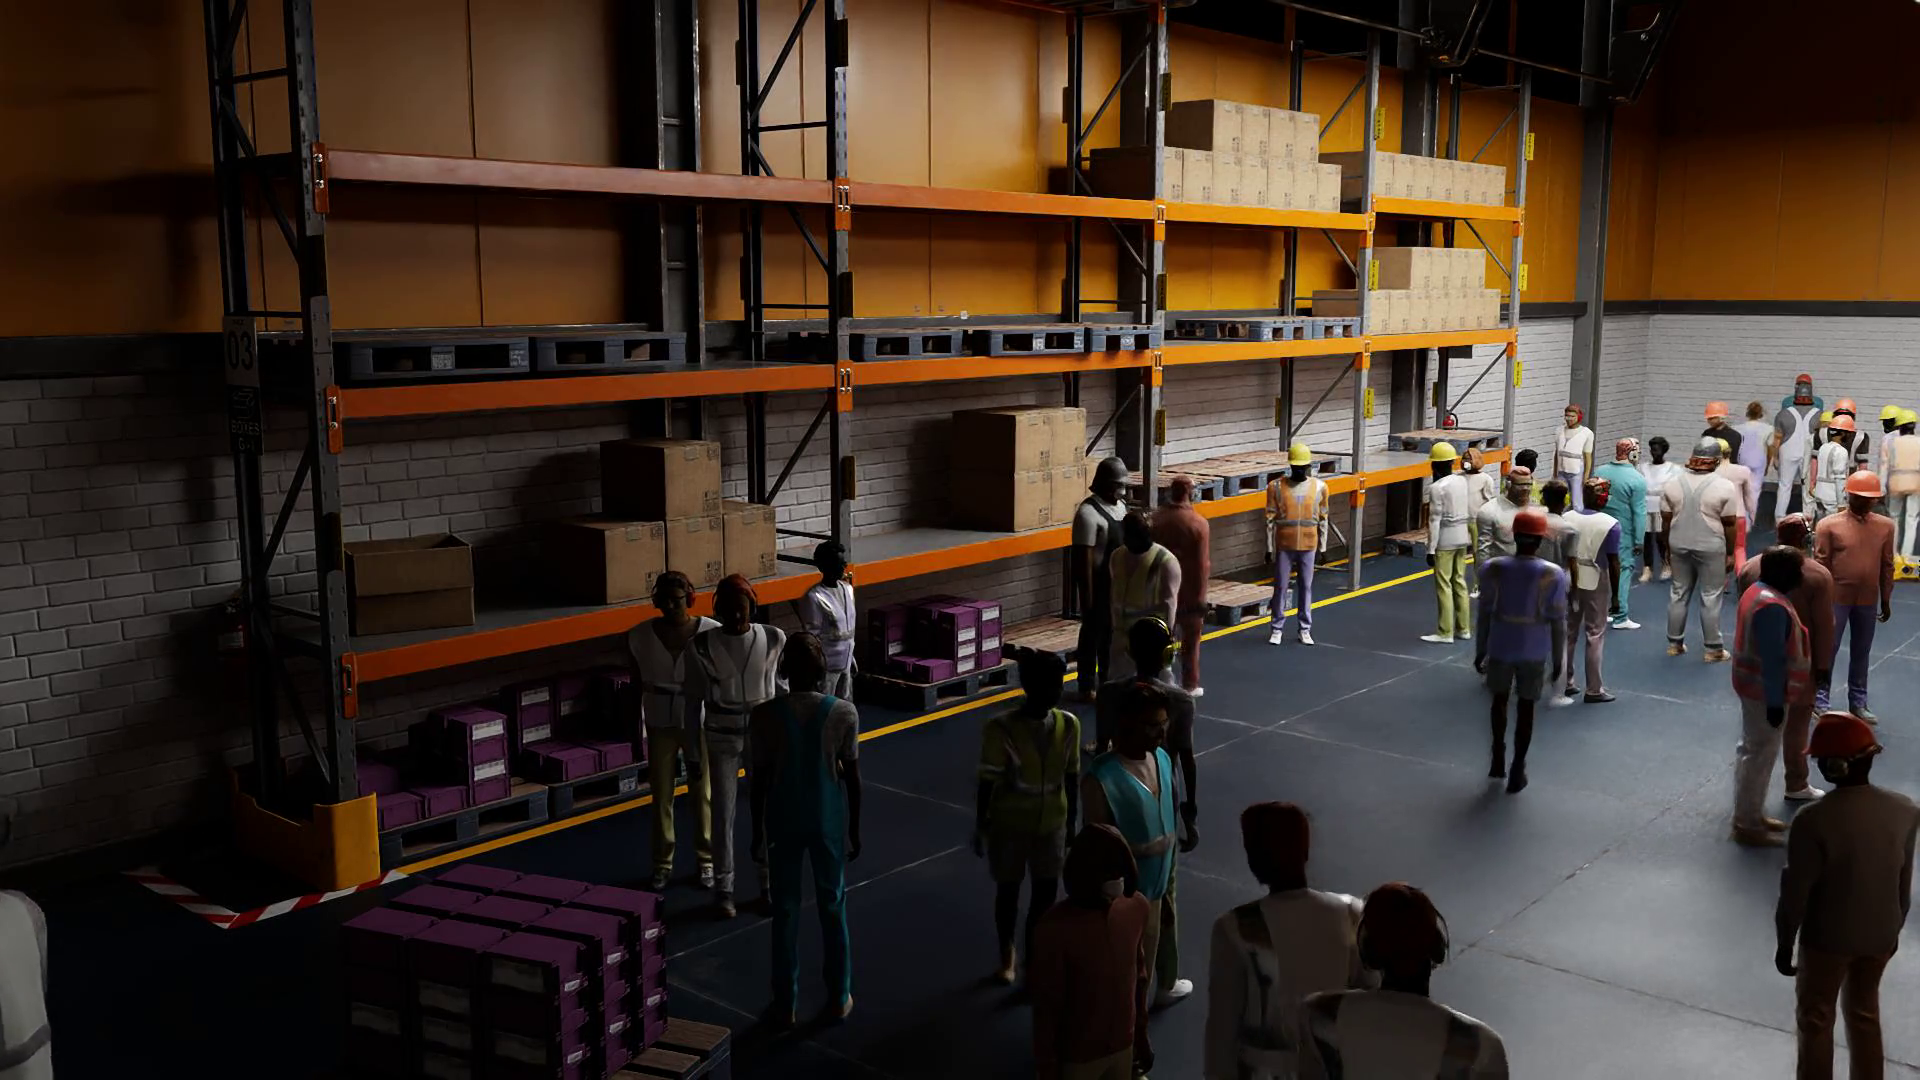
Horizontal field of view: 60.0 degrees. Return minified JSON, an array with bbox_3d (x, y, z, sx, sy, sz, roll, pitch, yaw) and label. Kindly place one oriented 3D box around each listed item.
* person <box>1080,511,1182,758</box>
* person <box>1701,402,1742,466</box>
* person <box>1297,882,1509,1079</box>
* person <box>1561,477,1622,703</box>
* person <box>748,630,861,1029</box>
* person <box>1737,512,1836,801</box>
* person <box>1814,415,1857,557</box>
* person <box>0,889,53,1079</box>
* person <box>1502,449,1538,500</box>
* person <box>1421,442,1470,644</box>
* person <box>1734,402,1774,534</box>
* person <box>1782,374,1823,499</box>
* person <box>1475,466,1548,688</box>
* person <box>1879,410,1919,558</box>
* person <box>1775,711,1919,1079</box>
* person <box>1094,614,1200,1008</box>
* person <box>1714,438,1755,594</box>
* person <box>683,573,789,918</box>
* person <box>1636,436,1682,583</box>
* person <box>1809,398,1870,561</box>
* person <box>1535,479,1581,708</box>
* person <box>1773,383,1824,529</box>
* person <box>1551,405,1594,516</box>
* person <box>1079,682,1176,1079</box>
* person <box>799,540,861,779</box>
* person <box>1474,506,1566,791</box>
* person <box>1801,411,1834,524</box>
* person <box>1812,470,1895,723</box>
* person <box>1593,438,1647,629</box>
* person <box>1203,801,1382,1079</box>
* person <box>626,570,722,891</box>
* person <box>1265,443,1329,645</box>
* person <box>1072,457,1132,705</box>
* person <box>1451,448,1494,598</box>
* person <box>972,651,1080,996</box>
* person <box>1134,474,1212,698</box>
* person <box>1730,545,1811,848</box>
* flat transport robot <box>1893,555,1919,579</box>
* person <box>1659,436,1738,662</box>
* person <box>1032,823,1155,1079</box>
[{"bbox_3d":[1.271,0.689,11.927,0.640,1.790,0.957,8,12,41],"label":"person"},{"bbox_3d":[9.319,-0.734,20.619,0.952,1.934,0.611,-5,10,-29],"label":"person"},{"bbox_3d":[1.152,1.833,4.427,0.606,1.843,0.975,5,10,29],"label":"person"},{"bbox_3d":[5.115,0.405,13.592,0.375,1.844,0.567,-6,11,-33],"label":"person"},{"bbox_3d":[-0.709,1.327,7.647,0.514,1.843,0.327,-2,9,-10],"label":"person"},{"bbox_3d":[5.504,0.765,11.069,0.403,1.911,0.637,-6,10,-32],"label":"person"},{"bbox_3d":[9.970,-0.466,18.967,0.389,1.925,0.549,1,9,5],"label":"person"},{"bbox_3d":[-2.920,1.700,4.900,0.462,1.947,0.650,-1,9,-5],"label":"person"},{"bbox_3d":[5.877,-0.119,17.488,0.320,1.687,0.540,-3,9,-16],"label":"person"},{"bbox_3d":[4.617,0.026,15.854,0.597,1.911,0.443,-8,12,-41],"label":"person"},{"bbox_3d":[10.832,-0.992,22.774,0.496,1.794,0.958,5,10,29],"label":"person"},{"bbox_3d":[13.255,-1.622,26.220,0.608,1.985,0.395,4,10,24],"label":"person"},{"bbox_3d":[4.647,0.323,13.959,0.643,1.900,0.399,-1,9,-7],"label":"person"},{"bbox_3d":[11.445,-0.621,20.097,0.623,1.870,0.971,5,10,30],"label":"person"},{"bbox_3d":[3.497,1.538,6.625,0.581,1.738,0.355,-2,9,-13],"label":"person"},{"bbox_3d":[0.879,1.277,7.893,0.535,1.868,0.309,4,10,23],"label":"person"},{"bbox_3d":[8.373,-0.237,18.103,0.597,1.721,0.605,2,9,10],"label":"person"},{"bbox_3d":[-1.194,1.104,8.989,0.586,1.879,0.359,-3,9,-18],"label":"person"},{"bbox_3d":[7.883,-0.338,18.884,0.366,1.685,0.544,-8,12,-43],"label":"person"},{"bbox_3d":[10.596,-0.690,20.075,0.617,2.029,0.409,5,10,31],"label":"person"},{"bbox_3d":[4.775,0.428,13.443,0.530,1.845,0.437,8,12,42],"label":"person"},{"bbox_3d":[11.697,-1.178,23.178,0.687,2.000,0.535,4,10,23],"label":"person"},{"bbox_3d":[7.997,-0.849,21.717,0.395,1.836,0.560,-5,10,-31],"label":"person"},{"bbox_3d":[0.675,1.471,6.729,0.389,1.842,0.566,6,11,33],"label":"person"},{"bbox_3d":[-0.876,0.839,11.275,0.318,1.696,0.536,5,10,28],"label":"person"},{"bbox_3d":[3.782,0.733,11.217,0.576,1.921,0.417,4,10,27],"label":"person"},{"bbox_3d":[11.417,-0.843,22.020,0.490,1.730,0.324,5,10,27],"label":"person"},{"bbox_3d":[6.919,0.445,12.894,0.614,1.987,0.408,0,9,-1],"label":"person"},{"bbox_3d":[6.543,-0.065,16.469,0.399,1.900,0.644,-4,10,-25],"label":"person"},{"bbox_3d":[1.024,1.716,5.191,0.677,1.811,1.017,-3,9,-17],"label":"person"},{"bbox_3d":[-1.581,1.065,9.382,0.566,1.838,0.386,-1,9,-5],"label":"person"},{"bbox_3d":[3.172,0.043,15.673,0.593,1.923,0.382,1,9,3],"label":"person"},{"bbox_3d":[1.220,0.315,13.548,0.536,2.000,0.685,6,11,34],"label":"person"},{"bbox_3d":[5.547,-0.190,18.112,0.278,1.633,0.507,-8,12,-43],"label":"person"},{"bbox_3d":[0.307,1.355,7.981,0.616,1.678,0.517,-4,9,-22],"label":"person"},{"bbox_3d":[1.705,0.405,13.527,0.689,1.872,0.739,8,12,41],"label":"person"},{"bbox_3d":[4.955,0.937,10.183,0.429,1.840,0.632,3,9,17],"label":"person"},{"bbox_3d":[11.330,0.342,19.055,1.431,0.197,0.652,5,10,27],"label":"flat transport robot"},{"bbox_3d":[6.745,0.071,15.118,0.537,2.000,0.674,-7,11,-40],"label":"person"},{"bbox_3d":[0.453,1.744,5.639,0.507,1.632,0.268,-7,11,-36],"label":"person"}]
